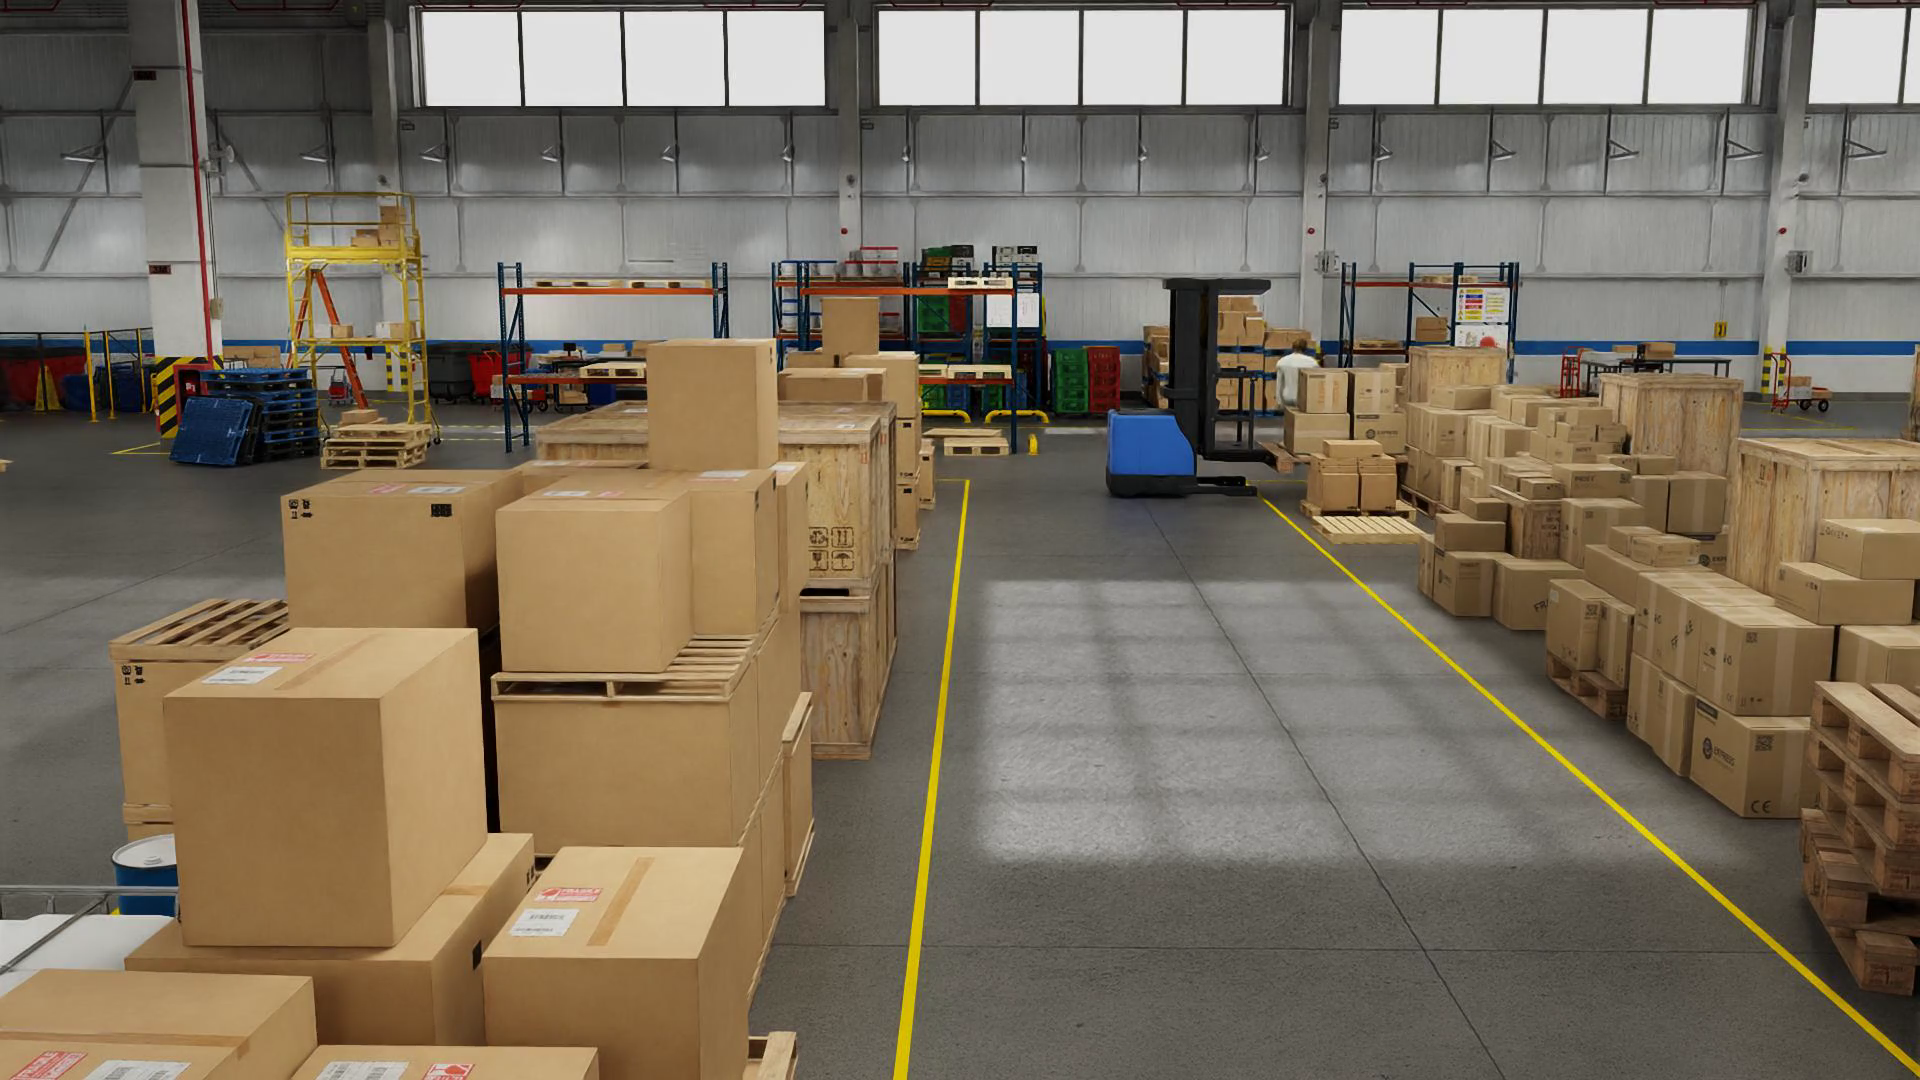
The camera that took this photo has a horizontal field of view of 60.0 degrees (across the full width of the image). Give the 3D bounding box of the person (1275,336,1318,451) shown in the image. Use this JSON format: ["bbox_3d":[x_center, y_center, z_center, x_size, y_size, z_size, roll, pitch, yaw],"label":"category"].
[{"bbox_3d":[5.090,-2.130,25.285,0.667,1.916,0.647,5,11,27],"label":"person"}]

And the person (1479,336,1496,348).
[{"bbox_3d":[8.112,-2.144,25.362,0.572,1.912,0.687,-5,11,-26],"label":"person"}]

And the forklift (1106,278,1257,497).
[{"bbox_3d":[2.884,-2.007,21.659,1.873,2.768,1.129,0,9,1],"label":"forklift"}]
